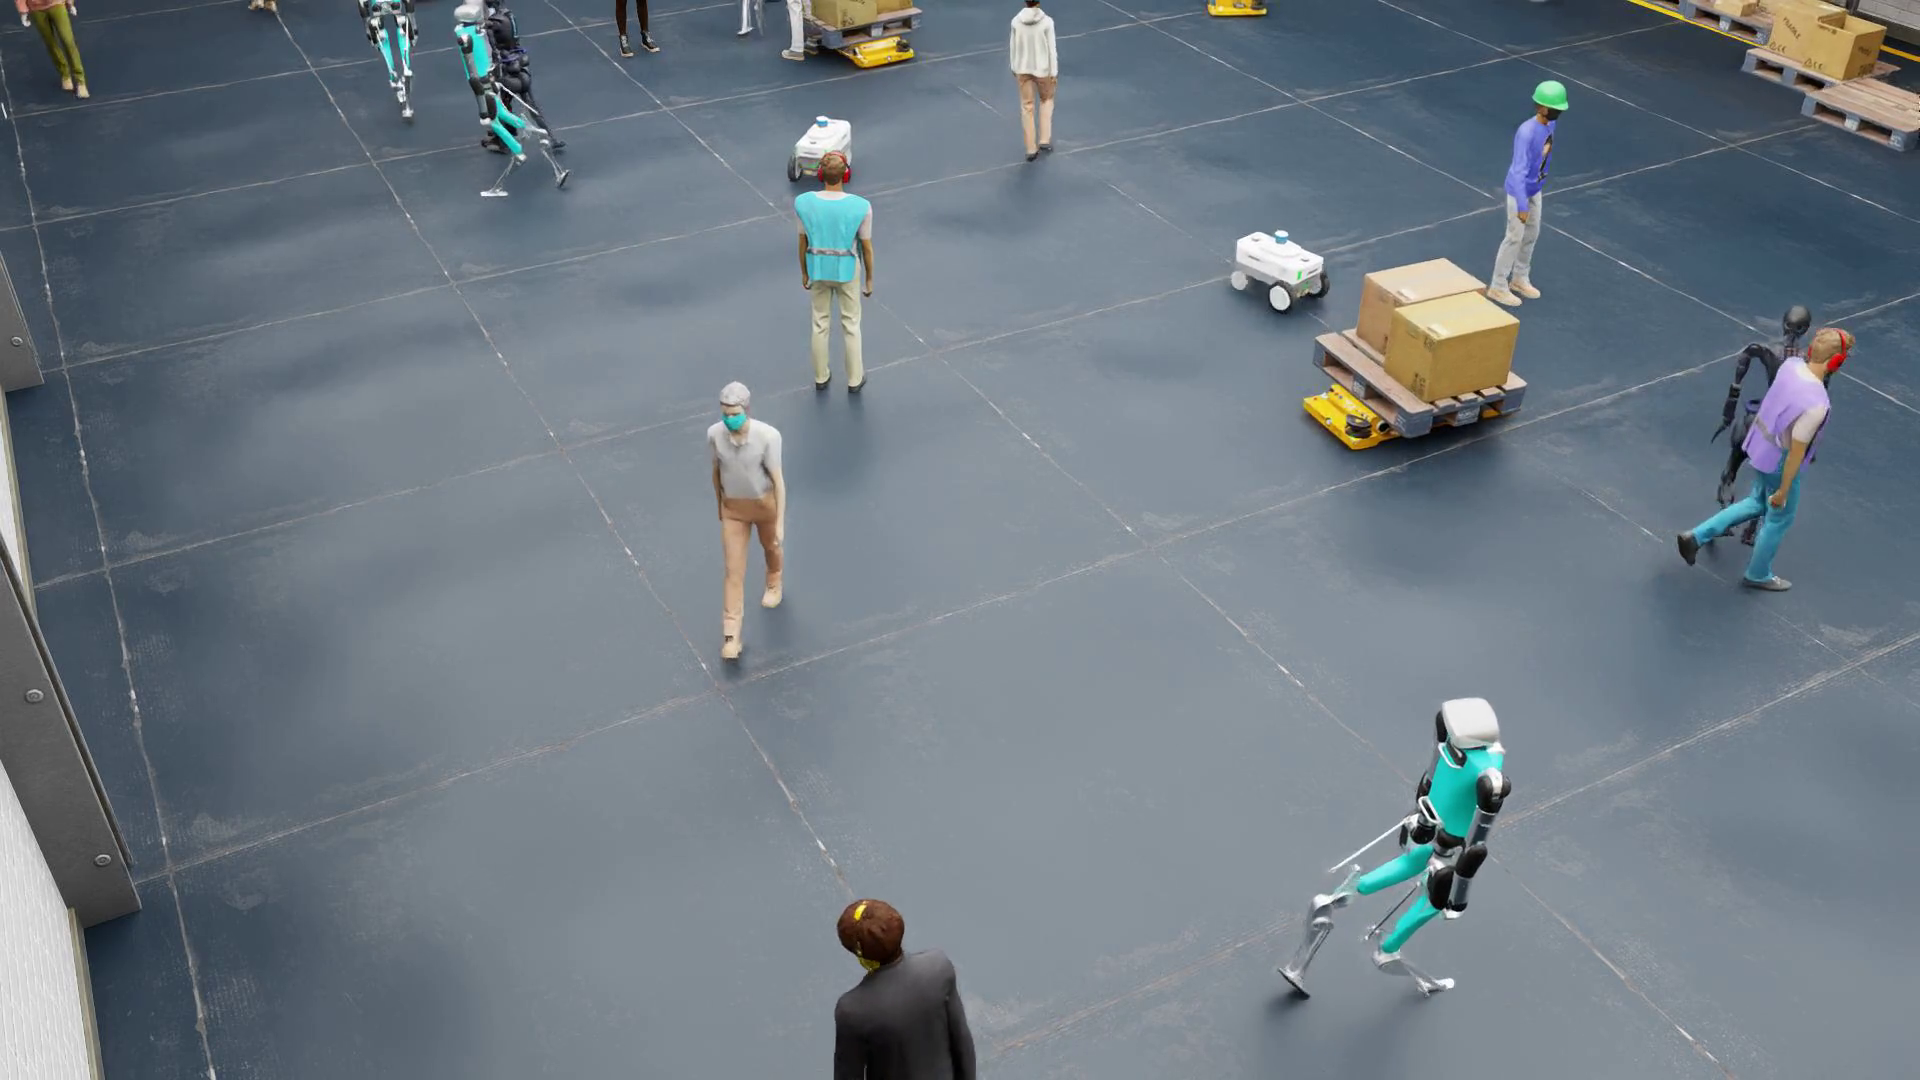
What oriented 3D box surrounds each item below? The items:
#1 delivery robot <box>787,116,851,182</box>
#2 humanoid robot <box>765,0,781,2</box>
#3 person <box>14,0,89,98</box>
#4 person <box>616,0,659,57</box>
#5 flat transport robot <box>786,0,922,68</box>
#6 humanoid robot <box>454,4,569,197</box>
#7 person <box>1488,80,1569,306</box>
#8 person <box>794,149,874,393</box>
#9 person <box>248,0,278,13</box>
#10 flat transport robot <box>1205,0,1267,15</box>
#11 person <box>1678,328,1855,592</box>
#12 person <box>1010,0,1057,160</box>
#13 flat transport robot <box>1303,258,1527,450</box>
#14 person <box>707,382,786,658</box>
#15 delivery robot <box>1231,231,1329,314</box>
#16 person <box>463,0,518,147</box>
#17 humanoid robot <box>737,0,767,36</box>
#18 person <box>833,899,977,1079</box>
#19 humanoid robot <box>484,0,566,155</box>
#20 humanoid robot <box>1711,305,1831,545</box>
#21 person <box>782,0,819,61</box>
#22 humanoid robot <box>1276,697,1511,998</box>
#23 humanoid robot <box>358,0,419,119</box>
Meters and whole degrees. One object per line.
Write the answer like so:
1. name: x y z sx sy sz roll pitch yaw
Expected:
1. delivery robot: -1.301 -3.687 15.747 0.499 0.613 0.796 9 36 13
2. humanoid robot: -2.308 -7.332 19.949 0.330 1.650 0.584 -9 36 -13
3. person: -9.462 -5.487 17.222 0.530 1.796 0.846 -13 37 -18
4. person: -3.642 -6.339 18.288 0.611 1.965 0.363 -20 40 -26
5. flat transport robot: -1.180 -5.682 18.828 0.659 0.231 1.431 -21 40 -27
6. humanoid robot: -4.005 -3.965 15.122 0.942 1.780 0.545 -3 35 -4
7. person: 4.543 -2.769 13.282 0.493 1.859 0.390 -30 45 -35
8. person: -0.901 -1.917 12.092 0.557 1.836 0.390 4 35 5
9. person: -8.335 -7.083 19.604 0.436 1.660 0.560 20 40 26
10. flat transport robot: 3.273 -6.694 20.273 0.659 0.231 1.431 -2 35 -3
11. person: 4.890 -0.463 10.028 0.642 1.814 0.568 3 35 4
12. person: 0.706 -4.474 15.886 0.485 1.647 0.498 8 36 11
13. flat transport robot: 3.303 -1.031 12.188 1.431 0.231 0.659 -14 37 -19
14. person: -1.226 -0.165 9.713 0.478 1.690 0.940 4 35 5
15. delivery robot: 2.621 -2.245 13.661 0.499 0.582 0.773 -27 43 -33
16. person: -4.616 -4.765 16.078 0.390 1.928 0.553 1 35 2
17. humanoid robot: -2.443 -6.491 18.806 0.538 1.899 0.754 10 36 14
18. person: -0.198 2.103 6.342 0.513 1.843 0.546 -25 42 -32
19. humanoid robot: -4.268 -4.480 15.921 0.762 1.631 0.598 7 36 10
20. humanoid robot: 5.097 -0.682 10.469 0.616 1.638 0.426 13 37 18
21. person: -1.788 -6.213 18.181 0.357 1.883 0.572 26 43 32
22. humanoid robot: 1.841 1.467 7.376 0.990 1.774 0.539 -6 35 -8
23. humanoid robot: -5.713 -5.058 16.659 0.555 1.734 1.025 -7 36 -9
